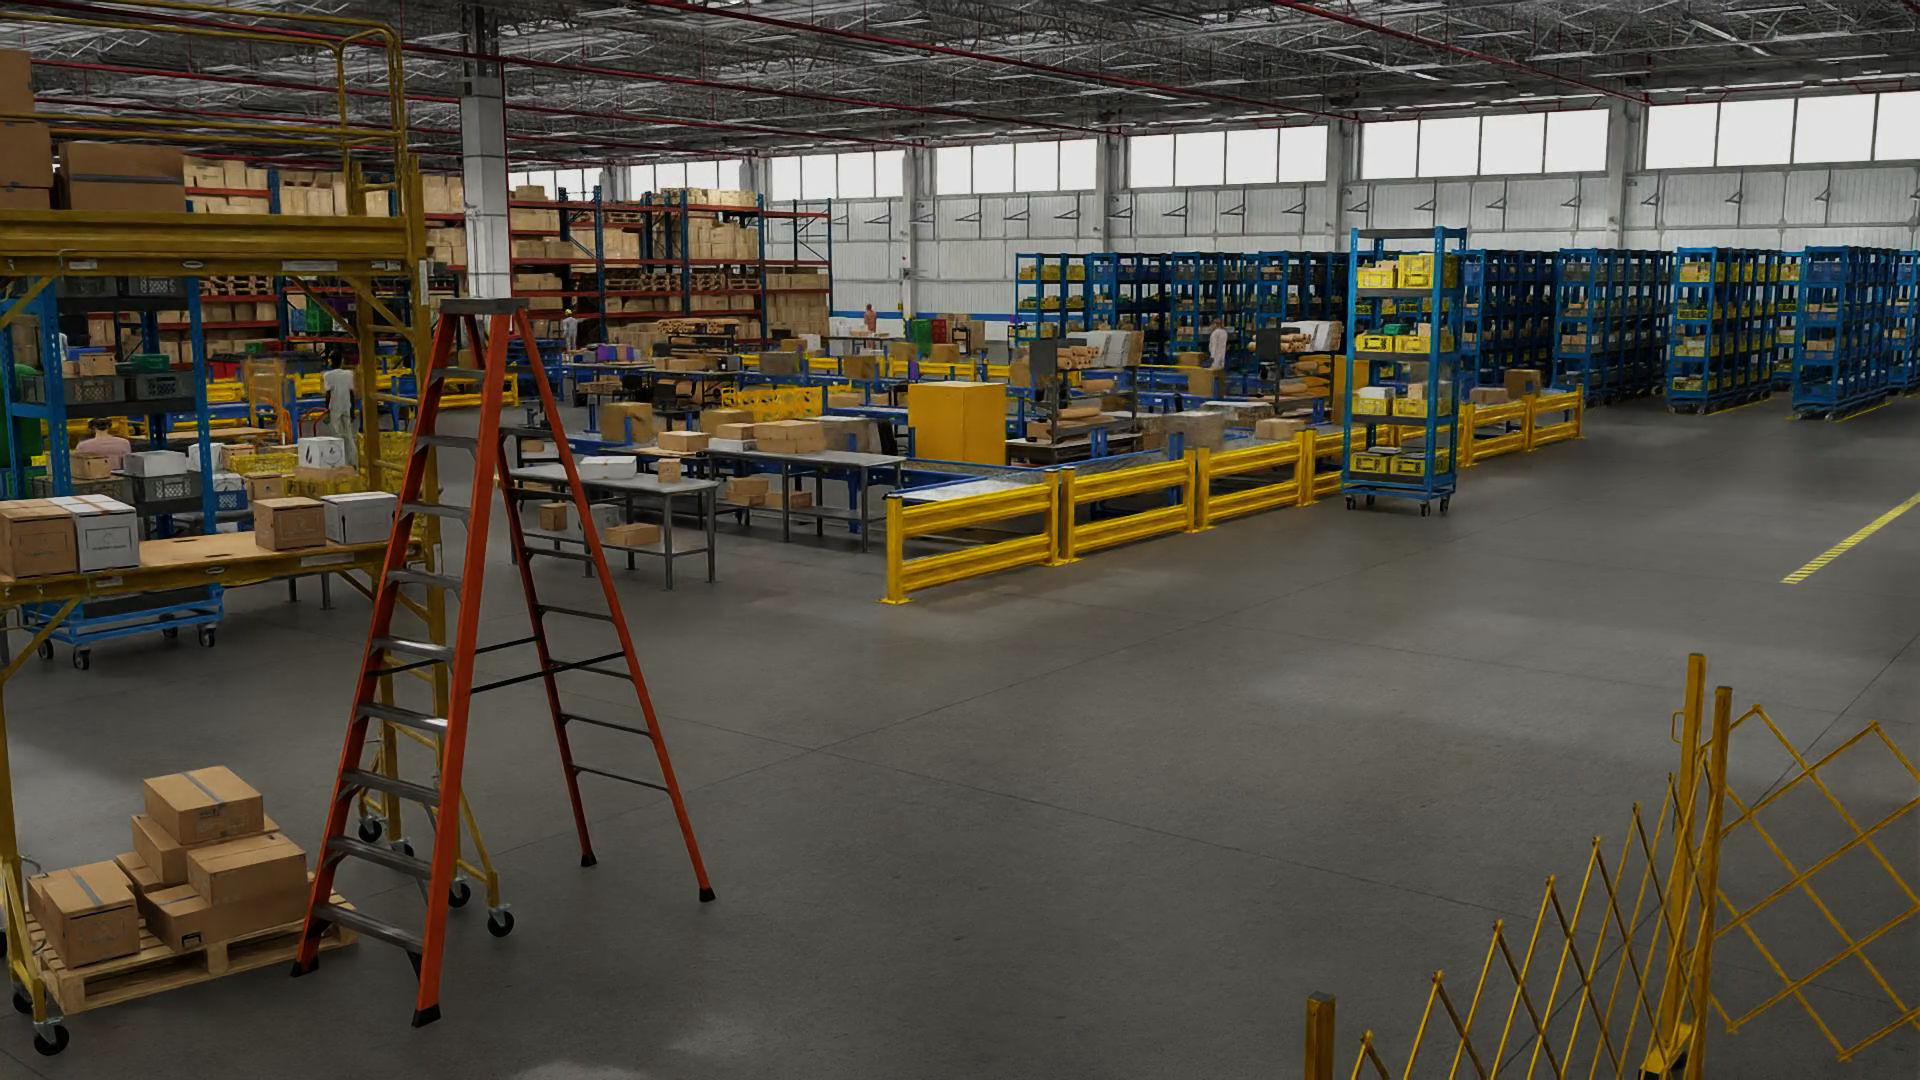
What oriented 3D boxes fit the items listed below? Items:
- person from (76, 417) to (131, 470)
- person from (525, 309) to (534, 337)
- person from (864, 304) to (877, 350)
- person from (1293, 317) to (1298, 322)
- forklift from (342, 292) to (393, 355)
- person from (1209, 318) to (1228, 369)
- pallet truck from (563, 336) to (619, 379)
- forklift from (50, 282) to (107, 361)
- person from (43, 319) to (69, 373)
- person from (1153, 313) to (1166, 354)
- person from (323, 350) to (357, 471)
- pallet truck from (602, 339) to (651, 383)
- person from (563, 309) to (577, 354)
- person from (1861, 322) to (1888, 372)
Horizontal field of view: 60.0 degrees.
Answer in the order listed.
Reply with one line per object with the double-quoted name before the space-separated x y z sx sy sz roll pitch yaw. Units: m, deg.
"person" -8.302 -0.427 16.169 0.327 1.765 0.531 7 12 38
"person" -15.410 -7.328 59.234 0.328 1.767 0.531 7 12 38
"person" -3.425 -7.956 62.726 0.401 1.904 0.649 7 12 38
"person" 10.074 -5.831 49.652 0.374 1.840 0.568 7 12 38
"forklift" -16.485 -5.622 45.120 1.129 2.768 1.873 7 11 37
"person" 6.516 -4.669 42.211 0.401 1.904 0.649 7 12 38
"pallet truck" -10.690 -5.294 48.215 1.601 1.201 0.680 -5 10 -26
"forklift" -23.402 -5.405 43.765 1.873 2.768 1.129 7 11 37
"person" -21.787 -4.344 40.052 0.404 1.943 0.612 7 12 38
"person" 6.804 -6.807 56.133 0.641 1.721 0.581 1 9 8
"person" -9.477 -1.955 25.392 0.313 1.865 0.528 7 12 38
"pallet truck" -8.991 -4.871 45.351 0.653 1.274 1.630 7 11 37
"person" -13.304 -6.947 56.655 0.403 1.828 0.598 7 12 38
"person" 27.568 -5.834 49.911 0.914 1.782 0.601 6 11 34
